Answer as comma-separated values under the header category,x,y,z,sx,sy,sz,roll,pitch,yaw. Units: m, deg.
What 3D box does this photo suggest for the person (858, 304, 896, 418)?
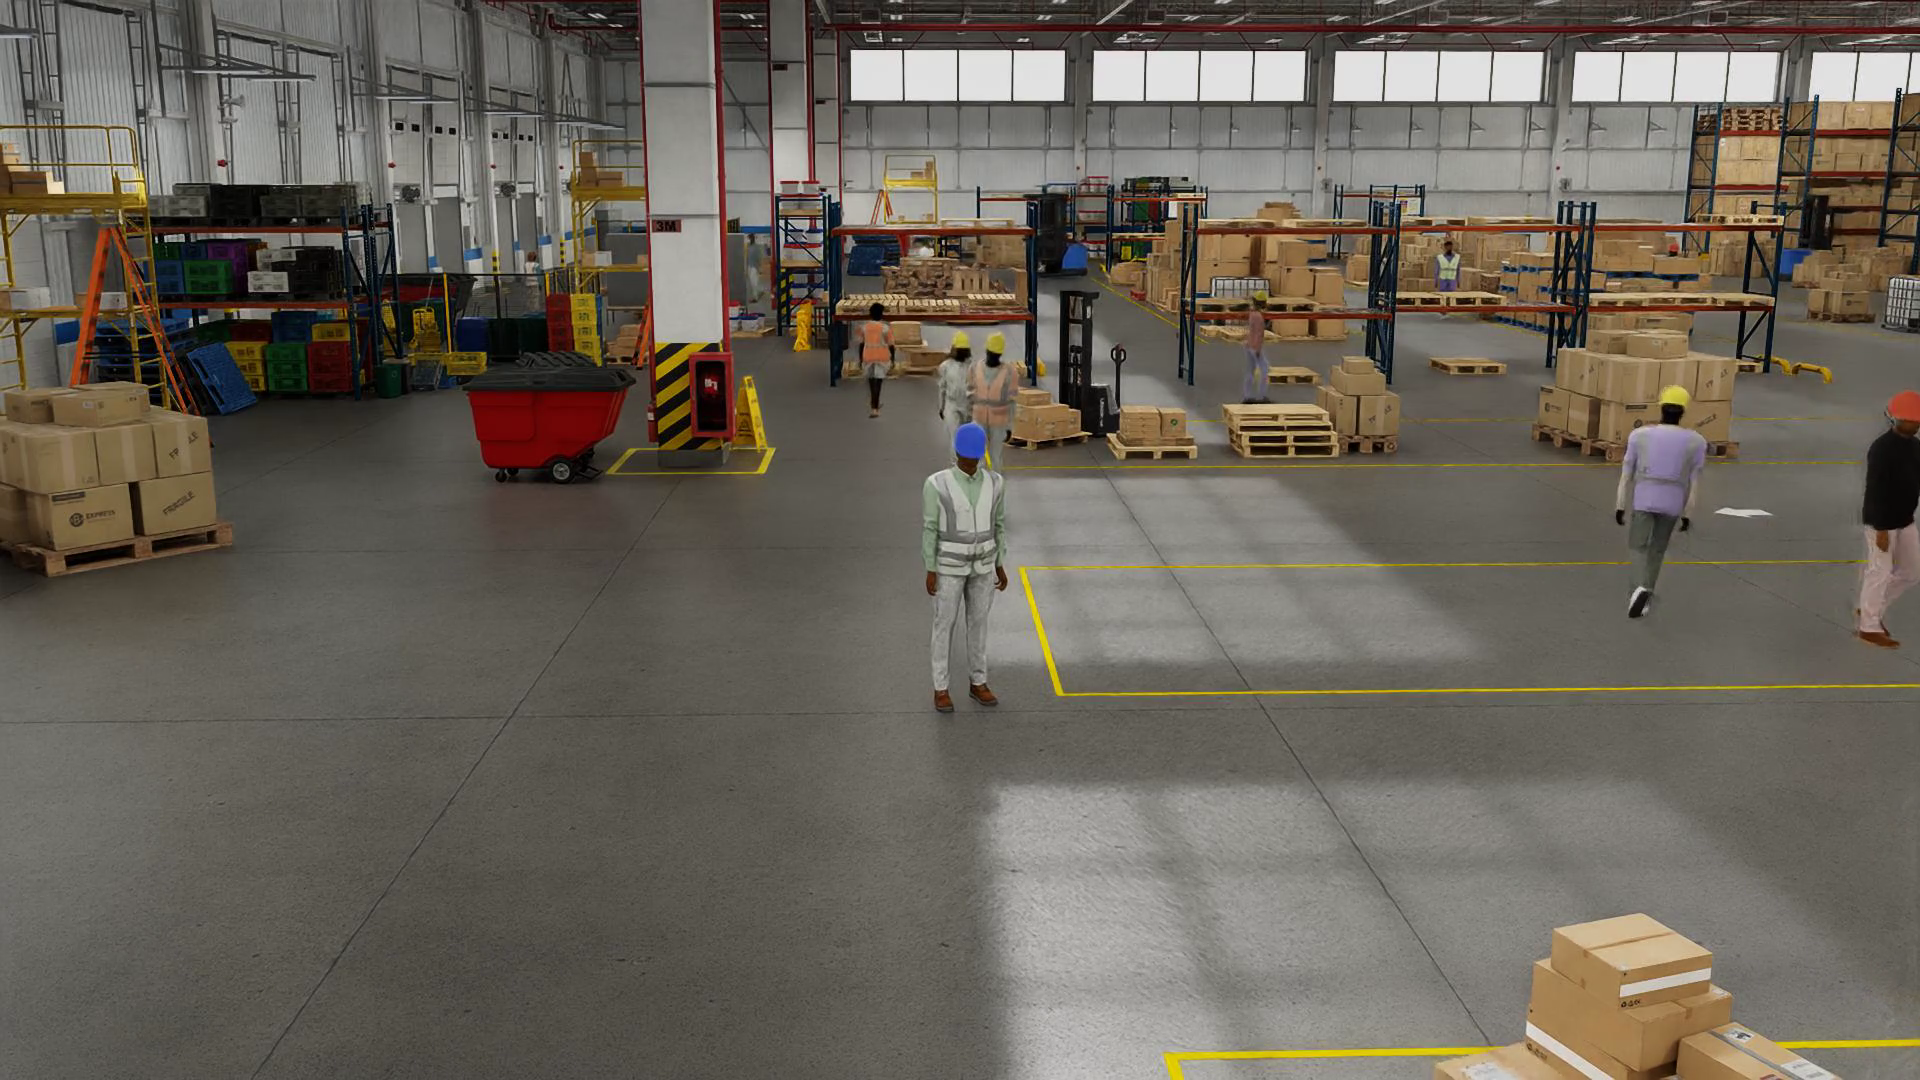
category,x,y,z,sx,sy,sz,roll,pitch,yaw
person,-1.207,-2.651,24.480,0.545,1.642,0.884,3,13,14

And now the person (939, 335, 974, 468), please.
category,x,y,z,sx,sy,sz,roll,pitch,yaw
person,0.006,-1.559,19.470,0.500,1.690,0.956,-2,13,-7

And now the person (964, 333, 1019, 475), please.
category,x,y,z,sx,sy,sz,roll,pitch,yaw
person,0.319,-1.274,17.760,0.609,1.868,0.921,2,13,10

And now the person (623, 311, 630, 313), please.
category,x,y,z,sx,sy,sz,roll,pitch,yaw
person,-8.548,-6.794,42.572,0.572,1.922,0.574,2,13,8

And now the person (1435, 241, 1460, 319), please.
category,x,y,z,sx,sy,sz,roll,pitch,yaw
person,11.838,-6.289,40.349,0.636,1.894,0.638,1,13,3

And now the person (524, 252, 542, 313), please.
category,x,y,z,sx,sy,sz,roll,pitch,yaw
person,-10.427,-6.209,40.600,0.518,1.631,0.312,7,15,30

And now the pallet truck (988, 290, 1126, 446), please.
category,x,y,z,sx,sy,sz,roll,pitch,yaw
pallet truck,1.257,-2.299,22.111,1.885,1.965,0.823,-9,15,-35

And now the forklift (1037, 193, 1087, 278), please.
category,x,y,z,sx,sy,sz,roll,pitch,yaw
forklift,3.307,-10.338,56.398,1.873,2.768,1.129,-7,14,-28

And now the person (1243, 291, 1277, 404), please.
category,x,y,z,sx,sy,sz,roll,pitch,yaw
person,4.660,-2.950,25.585,0.593,1.748,0.554,-1,13,-5

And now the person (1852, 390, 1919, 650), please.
category,x,y,z,sx,sy,sz,roll,pitch,yaw
person,6.975,-0.141,12.417,0.634,1.971,0.434,-8,15,-31

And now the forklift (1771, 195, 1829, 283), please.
category,x,y,z,sx,sy,sz,roll,pitch,yaw
forklift,27.346,-9.680,53.427,1.873,2.768,1.129,0,12,-2

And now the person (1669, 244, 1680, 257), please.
category,x,y,z,sx,sy,sz,roll,pitch,yaw
person,16.661,-5.971,38.921,0.569,1.891,0.936,0,12,1

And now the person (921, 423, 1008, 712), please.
category,x,y,z,sx,sy,sz,roll,pitch,yaw
person,0.038,0.176,11.073,0.604,1.937,0.403,-5,14,-23

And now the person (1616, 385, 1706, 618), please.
category,x,y,z,sx,sy,sz,roll,pitch,yaw
person,5.564,-0.278,13.234,0.605,1.891,0.641,5,13,20

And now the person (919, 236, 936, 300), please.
category,x,y,z,sx,sy,sz,roll,pitch,yaw
person,-0.803,-6.873,42.917,0.526,1.922,0.655,7,14,29

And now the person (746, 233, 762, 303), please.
category,x,y,z,sx,sy,sz,roll,pitch,yaw
person,-5.663,-7.429,45.442,0.454,1.922,0.651,-10,16,-39

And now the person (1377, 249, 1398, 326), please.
category,x,y,z,sx,sy,sz,roll,pitch,yaw
person,9.912,-5.888,38.661,0.508,1.846,0.345,3,13,14
